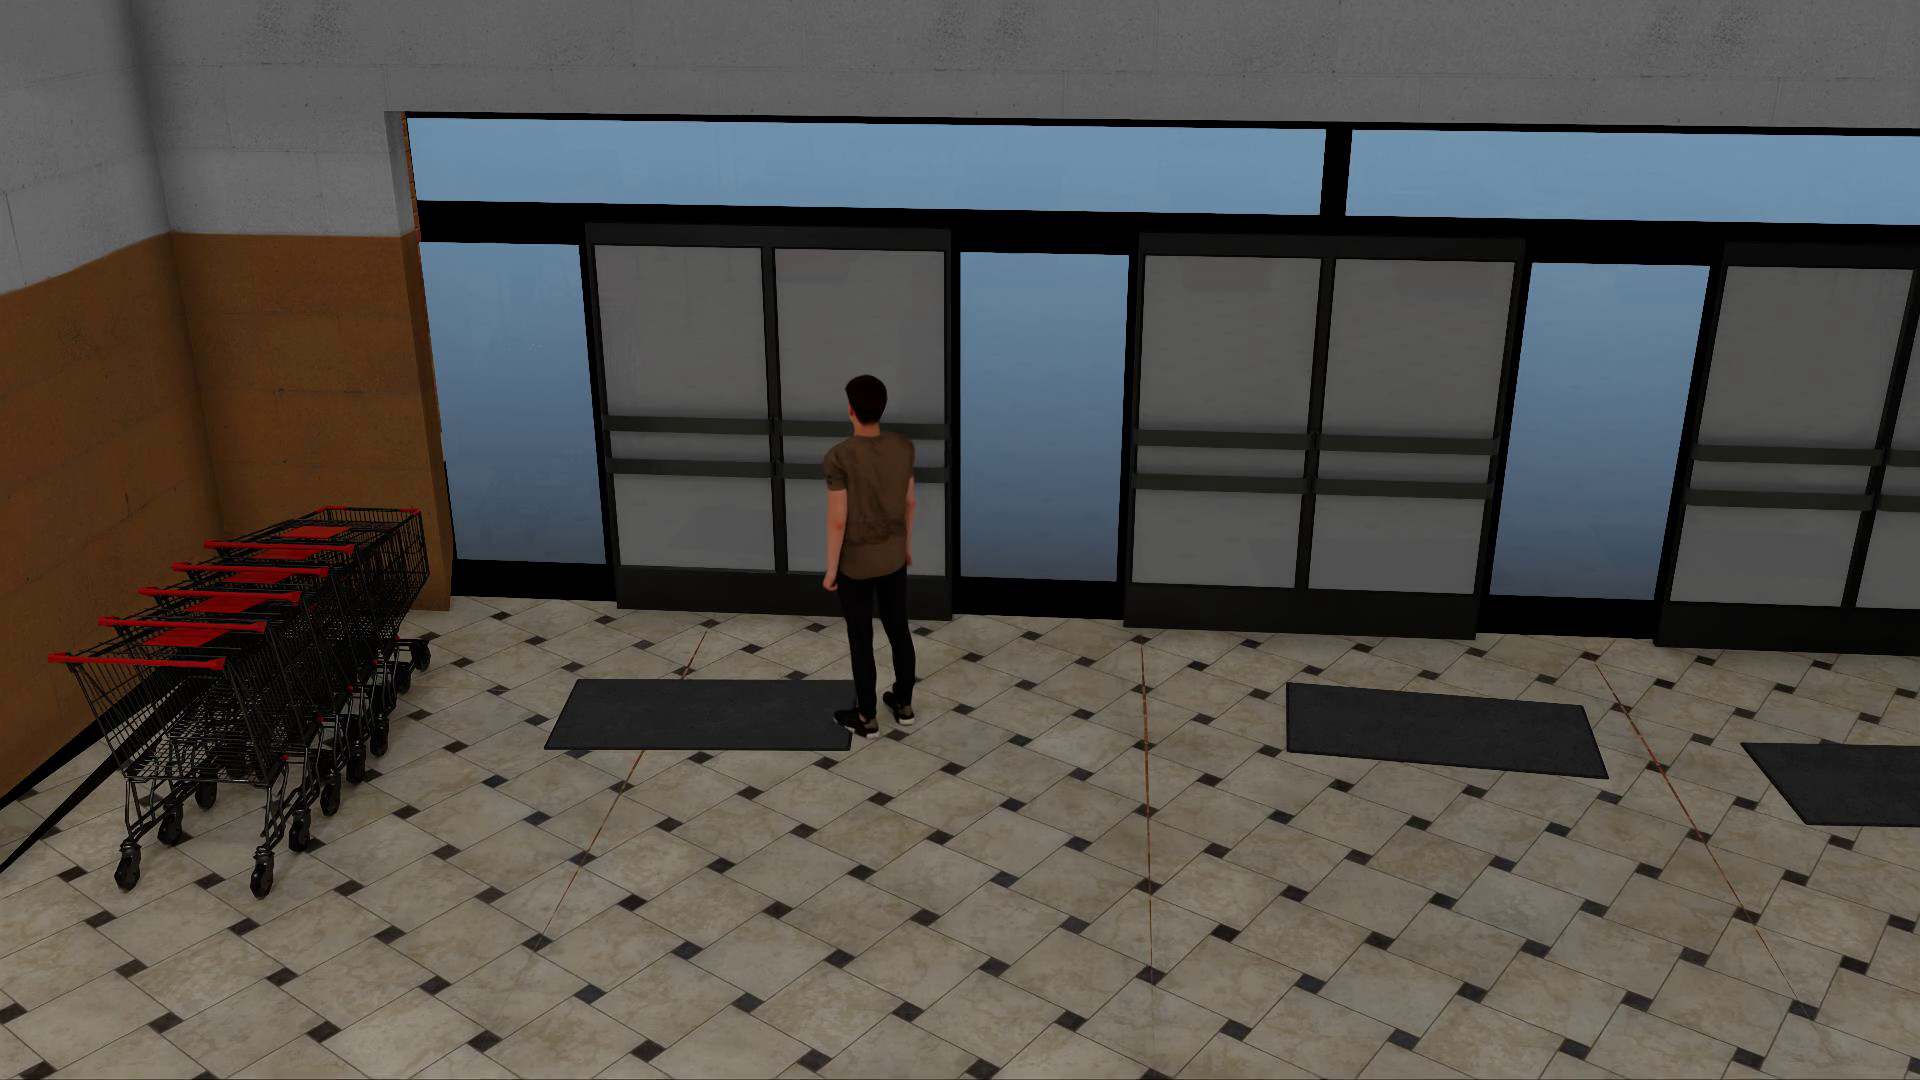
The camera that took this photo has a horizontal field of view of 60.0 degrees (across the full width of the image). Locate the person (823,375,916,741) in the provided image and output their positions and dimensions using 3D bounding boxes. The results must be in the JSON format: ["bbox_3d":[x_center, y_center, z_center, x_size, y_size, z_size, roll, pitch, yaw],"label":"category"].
[{"bbox_3d":[-0.436,0.085,8.221,0.746,1.851,0.788,-15,26,-33],"label":"person"}]
